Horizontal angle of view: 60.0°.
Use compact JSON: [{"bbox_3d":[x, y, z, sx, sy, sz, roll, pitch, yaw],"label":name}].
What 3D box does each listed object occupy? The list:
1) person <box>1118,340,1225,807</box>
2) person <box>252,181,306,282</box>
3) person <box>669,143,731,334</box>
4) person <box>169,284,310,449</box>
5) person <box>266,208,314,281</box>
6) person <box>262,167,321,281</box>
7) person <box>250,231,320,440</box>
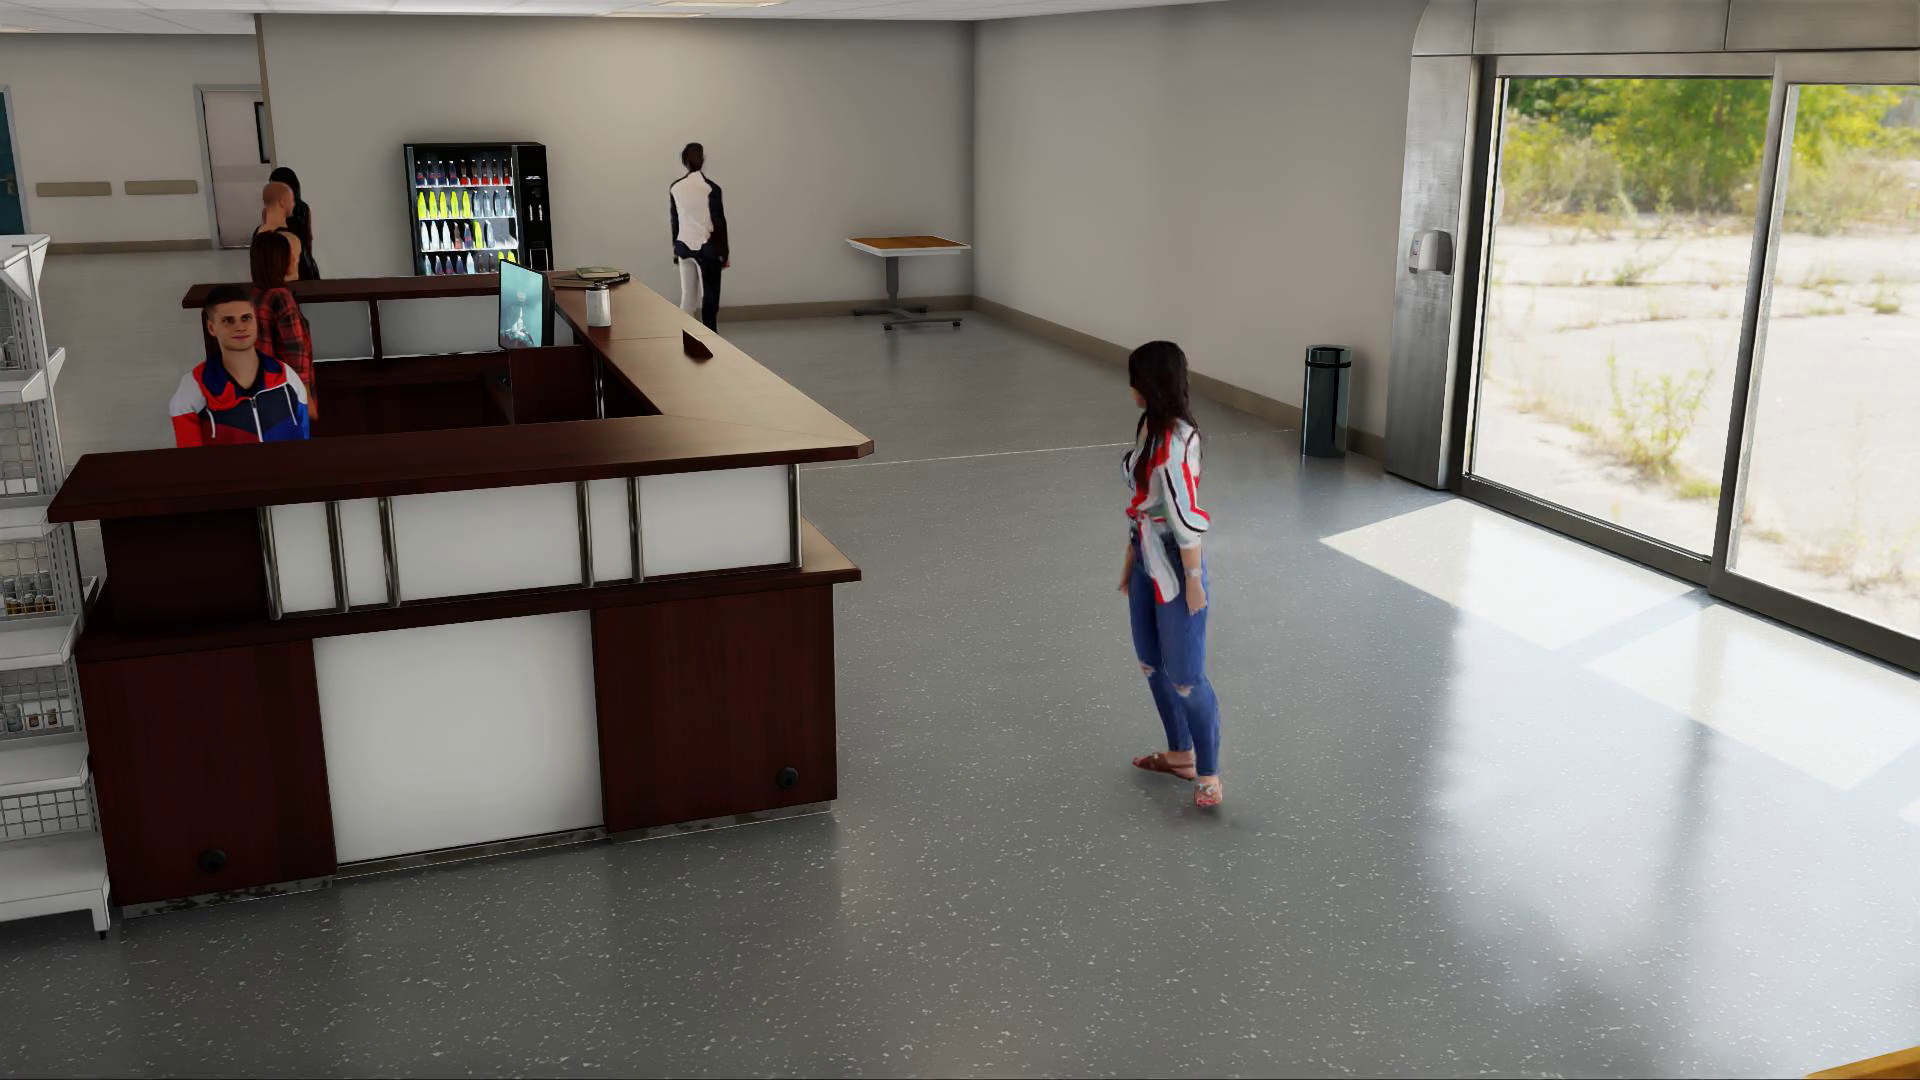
[{"bbox_3d":[0.775,0.124,5.780,0.616,1.591,0.789,-6,17,-21],"label":"person"},{"bbox_3d":[-4.452,-1.363,10.726,1.065,1.767,1.191,10,18,31],"label":"person"},{"bbox_3d":[-2.289,-2.510,14.559,0.776,1.897,0.836,8,18,27],"label":"person"},{"bbox_3d":[-2.587,-0.053,6.103,0.641,1.757,0.777,-15,22,-42],"label":"person"},{"bbox_3d":[-4.389,-1.448,11.316,1.056,1.611,0.640,-4,16,-14],"label":"person"},{"bbox_3d":[-5.463,-2.172,13.649,0.745,1.740,0.659,10,18,31],"label":"person"},{"bbox_3d":[-3.531,-0.753,8.691,0.676,1.699,0.690,-13,21,-40],"label":"person"}]
